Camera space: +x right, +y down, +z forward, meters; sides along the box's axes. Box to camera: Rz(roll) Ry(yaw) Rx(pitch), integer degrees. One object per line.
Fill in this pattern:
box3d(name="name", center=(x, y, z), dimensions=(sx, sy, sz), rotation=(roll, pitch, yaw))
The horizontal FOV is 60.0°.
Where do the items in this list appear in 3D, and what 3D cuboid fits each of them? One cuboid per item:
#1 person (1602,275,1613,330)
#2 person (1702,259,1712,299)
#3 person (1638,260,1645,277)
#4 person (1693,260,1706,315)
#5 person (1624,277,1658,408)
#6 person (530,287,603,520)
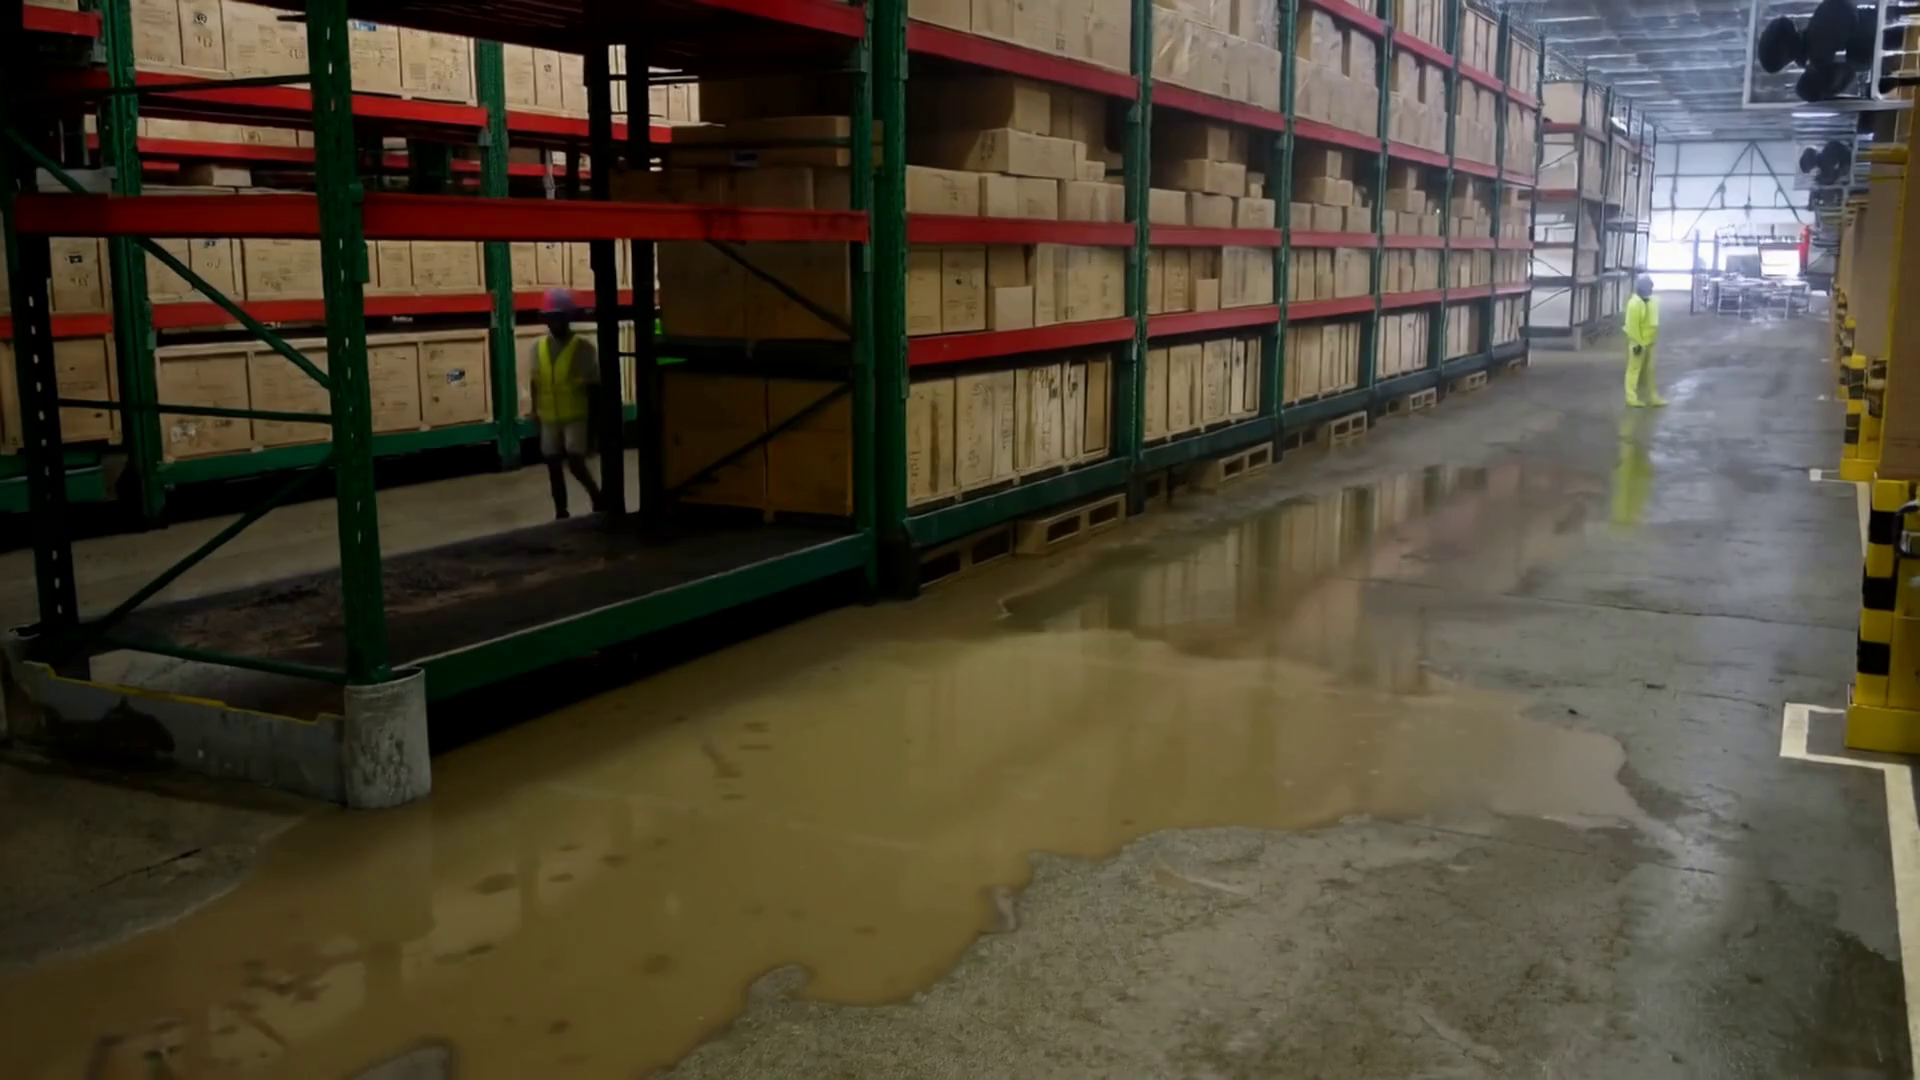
box3d(name="person", center=(18.294, -6.726, 46.880), dimensions=(0.308, 1.636, 0.524), rotation=(5, 11, 27))
box3d(name="person", center=(35.347, -12.363, 78.751), dimensions=(0.547, 1.916, 0.807), rotation=(1, 10, 8))
box3d(name="person", center=(33.715, -12.975, 82.185), dimensions=(0.355, 1.938, 0.637), rotation=(5, 11, 27))
box3d(name="person", center=(25.873, -8.835, 58.222), dimensions=(0.355, 1.936, 0.637), rotation=(5, 11, 27))
box3d(name="person", center=(9.594, -2.783, 23.461), dimensions=(0.429, 1.842, 0.636), rotation=(5, 11, 27))
box3d(name="person", center=(-2.980, -0.956, 12.658), dimensions=(0.550, 1.921, 0.569), rotation=(3, 10, 19))
